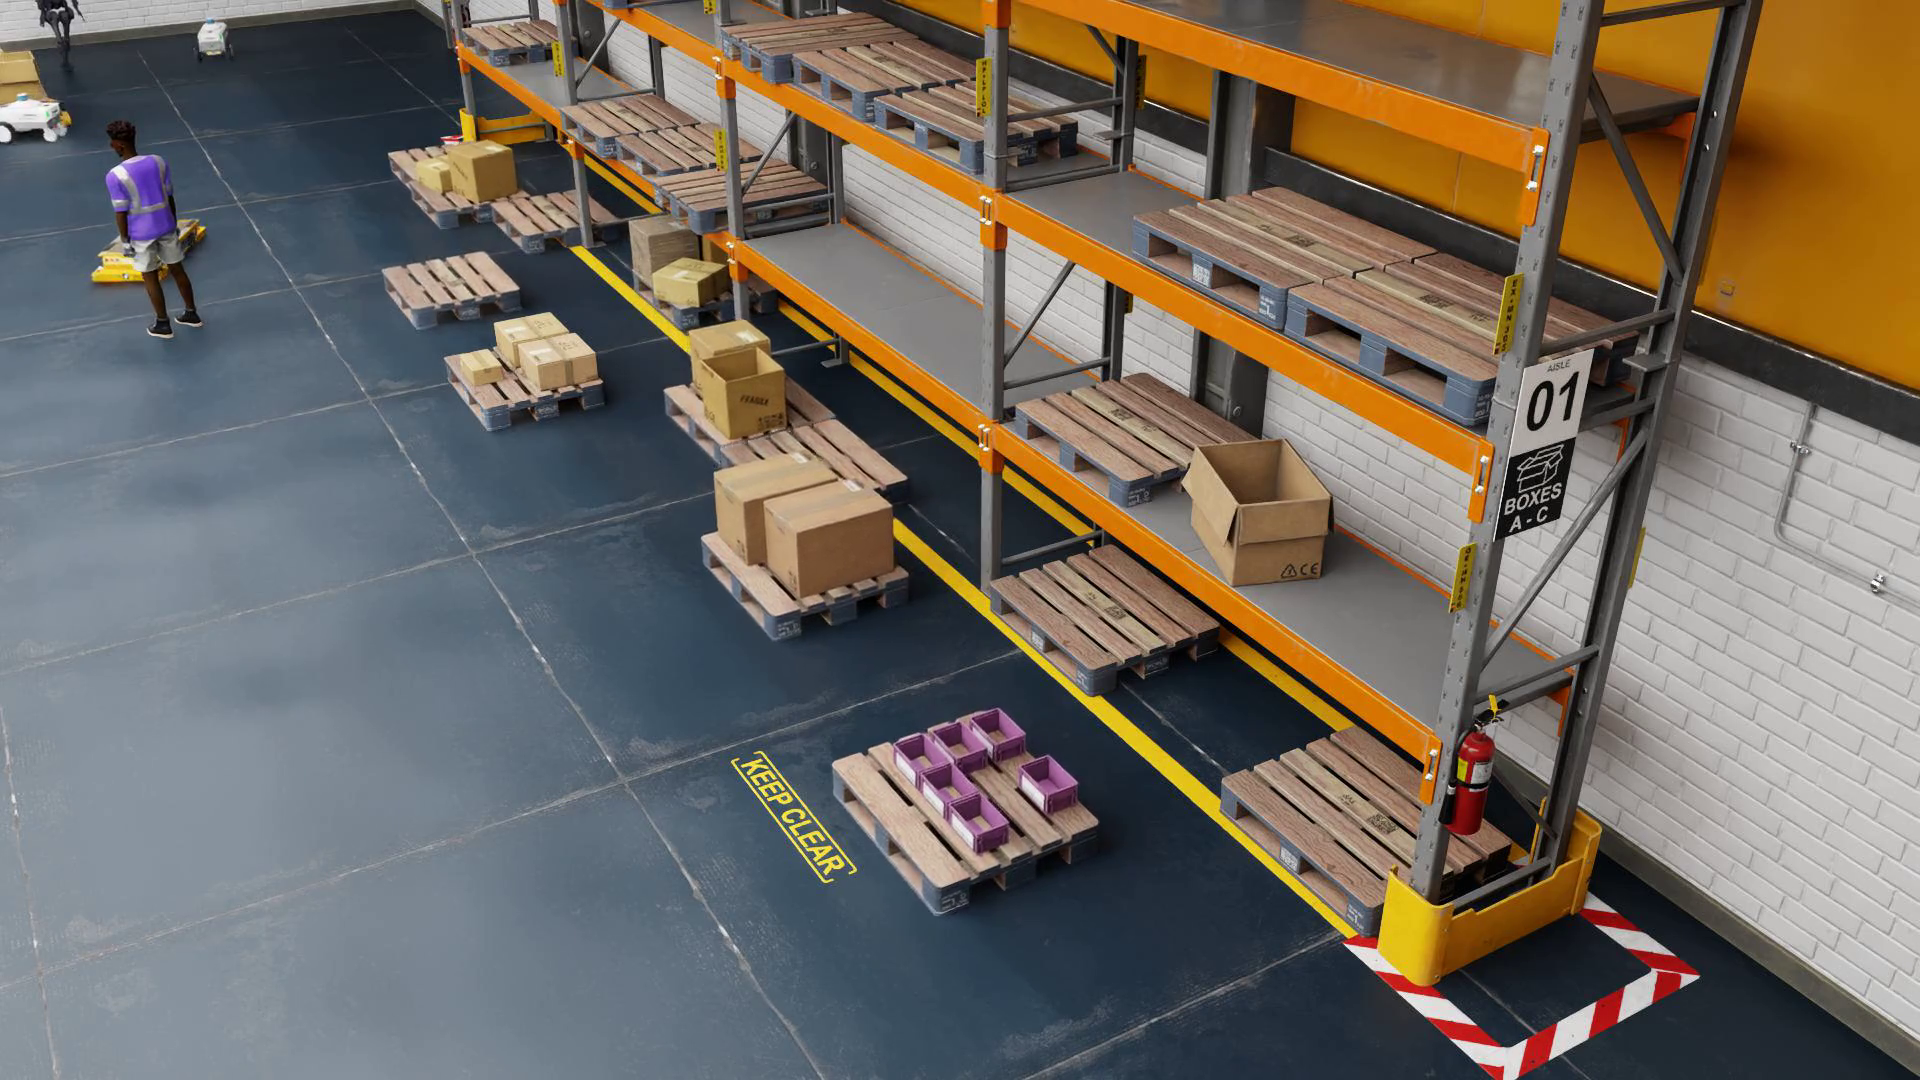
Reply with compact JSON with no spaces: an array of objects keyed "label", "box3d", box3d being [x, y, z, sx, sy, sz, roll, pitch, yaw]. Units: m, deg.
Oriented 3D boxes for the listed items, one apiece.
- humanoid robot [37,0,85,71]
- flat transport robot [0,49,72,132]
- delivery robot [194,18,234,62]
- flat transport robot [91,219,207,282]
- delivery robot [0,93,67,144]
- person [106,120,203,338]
[{"label":"humanoid robot","box3d":[-12.651,-7.446,23.366,0.626,1.638,0.593,21,35,32]},{"label":"flat transport robot","box3d":[-12.028,-5.281,20.955,1.431,0.231,0.659,-17,34,-27]},{"label":"delivery robot","box3d":[-10.855,-7.274,24.190,0.499,0.601,0.775,-8,30,-13]},{"label":"flat transport robot","box3d":[-8.196,-2.946,16.833,0.659,0.231,1.431,-2,30,-4]},{"label":"delivery robot","box3d":[-11.522,-5.193,20.528,0.807,0.613,0.499,-1,30,-1]},{"label":"person","box3d":[-7.215,-2.764,14.804,0.363,1.958,0.606,16,33,26]}]
